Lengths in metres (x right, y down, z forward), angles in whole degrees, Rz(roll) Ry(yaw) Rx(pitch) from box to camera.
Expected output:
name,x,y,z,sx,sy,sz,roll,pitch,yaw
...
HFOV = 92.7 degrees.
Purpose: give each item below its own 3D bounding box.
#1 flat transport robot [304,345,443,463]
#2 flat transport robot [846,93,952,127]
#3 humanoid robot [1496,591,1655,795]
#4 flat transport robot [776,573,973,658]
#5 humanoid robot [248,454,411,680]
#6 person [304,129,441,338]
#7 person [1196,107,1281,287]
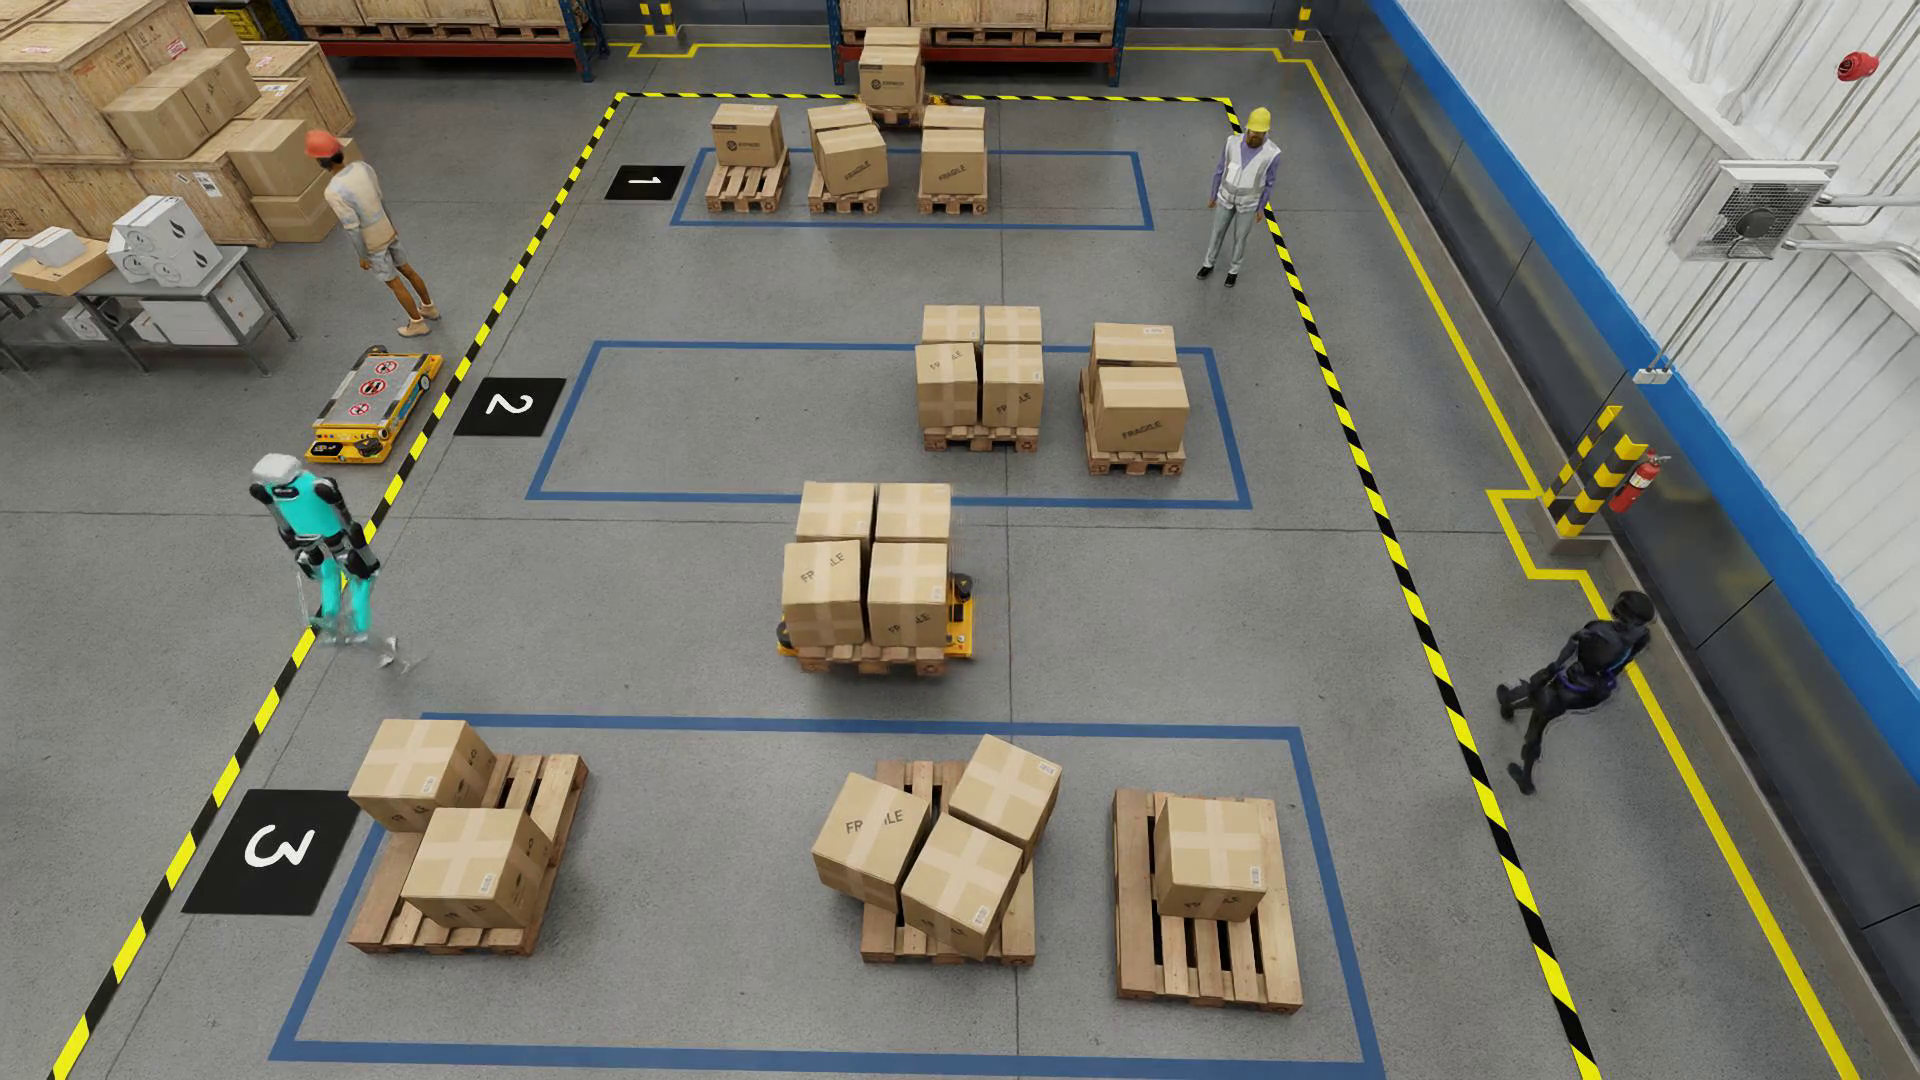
name,x,y,z,sx,sy,sz,roll,pitch,yaw
flat transport robot,-5.383,-1.269,8.441,0.659,0.231,1.431,1,50,1
flat transport robot,-0.825,-5.716,12.185,1.431,0.197,0.652,1,50,1
humanoid robot,3.779,0.886,5.729,0.616,1.620,0.786,-6,50,-5
flat transport robot,-0.621,0.548,6.885,1.431,0.197,0.652,1,50,1
humanoid robot,-4.247,0.318,6.187,0.545,1.846,0.799,1,50,0
person,-5.503,-2.839,8.606,0.366,2.048,0.606,4,50,3
person,2.805,-3.433,9.243,0.599,1.836,0.404,23,54,18
